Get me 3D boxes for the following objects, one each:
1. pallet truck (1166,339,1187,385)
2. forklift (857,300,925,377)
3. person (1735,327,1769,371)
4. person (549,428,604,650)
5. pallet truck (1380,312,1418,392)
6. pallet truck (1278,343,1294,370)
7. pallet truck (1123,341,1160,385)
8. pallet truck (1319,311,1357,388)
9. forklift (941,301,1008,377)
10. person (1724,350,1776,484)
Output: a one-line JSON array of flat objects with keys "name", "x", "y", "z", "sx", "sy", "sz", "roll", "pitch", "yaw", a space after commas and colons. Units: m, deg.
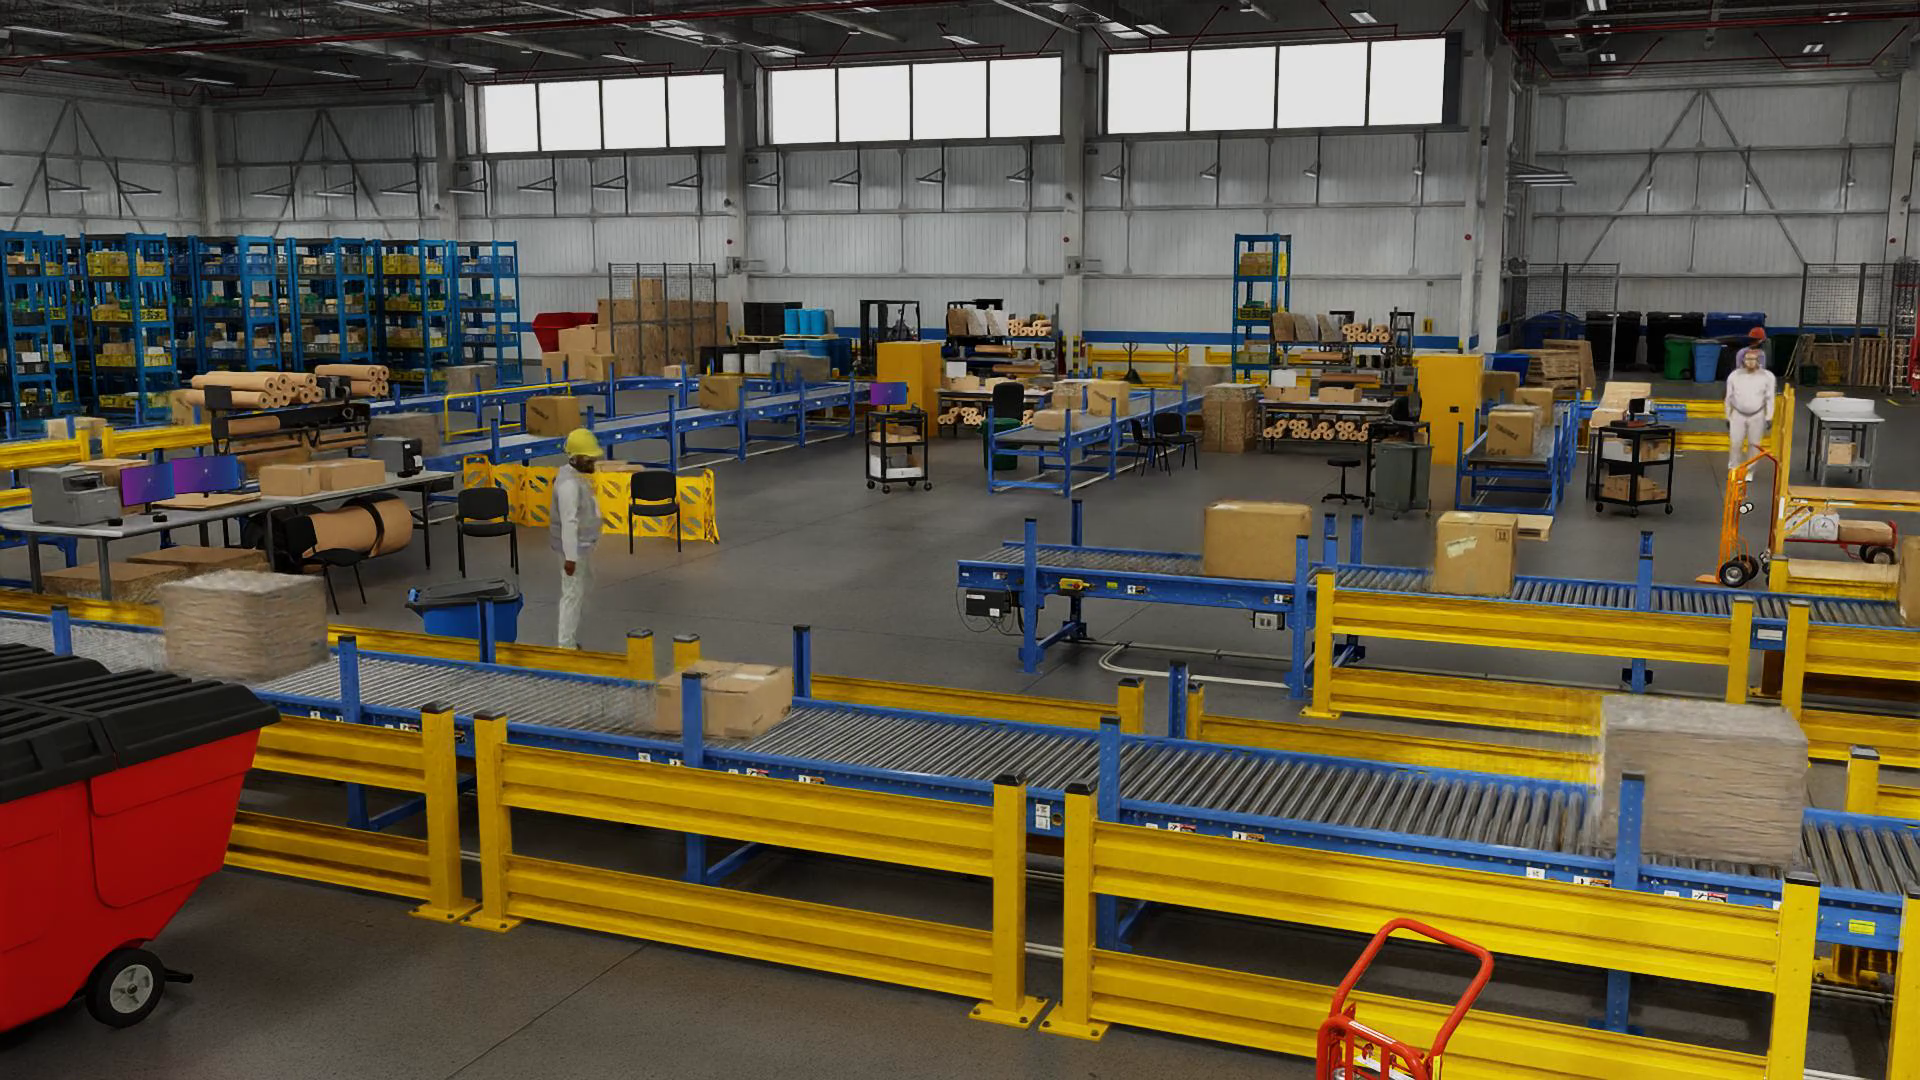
[{"name": "pallet truck", "x": 5.418, "y": -4.269, "z": 40.420, "sx": 0.704, "sy": 1.261, "sz": 1.522, "roll": 3, "pitch": 10, "yaw": 20}, {"name": "forklift", "x": -1.732, "y": -5.109, "z": 42.468, "sx": 1.157, "sy": 1.987, "sz": 2.680, "roll": 4, "pitch": 10, "yaw": 22}, {"name": "person", "x": 13.212, "y": -2.508, "z": 27.555, "sx": 0.650, "sy": 2.008, "sz": 0.884, "roll": -6, "pitch": 11, "yaw": -31}, {"name": "person", "x": -2.926, "y": 0.041, "z": 12.732, "sx": 0.454, "sy": 1.808, "sz": 0.637, "roll": -1, "pitch": 9, "yaw": -6}, {"name": "pallet truck", "x": 10.207, "y": -4.283, "z": 38.369, "sx": 0.823, "sy": 1.965, "sz": 1.885, "roll": 3, "pitch": 10, "yaw": 20}, {"name": "pallet truck", "x": 7.886, "y": -4.163, "z": 39.743, "sx": 0.653, "sy": 1.274, "sz": 1.630, "roll": 4, "pitch": 10, "yaw": 22}, {"name": "pallet truck", "x": 4.445, "y": -4.380, "z": 41.279, "sx": 0.680, "sy": 1.201, "sz": 1.601, "roll": 4, "pitch": 10, "yaw": 22}, {"name": "pallet truck", "x": 9.071, "y": -4.419, "z": 39.190, "sx": 0.823, "sy": 1.965, "sz": 1.885, "roll": 5, "pitch": 10, "yaw": 26}, {"name": "forklift", "x": 0.365, "y": -4.966, "z": 41.571, "sx": 1.157, "sy": 1.987, "sz": 2.680, "roll": 3, "pitch": 10, "yaw": 20}, {"name": "person", "x": 10.963, "y": -1.701, "z": 23.128, "sx": 0.657, "sy": 1.854, "sz": 0.981, "roll": 5, "pitch": 11, "yaw": 29}]
